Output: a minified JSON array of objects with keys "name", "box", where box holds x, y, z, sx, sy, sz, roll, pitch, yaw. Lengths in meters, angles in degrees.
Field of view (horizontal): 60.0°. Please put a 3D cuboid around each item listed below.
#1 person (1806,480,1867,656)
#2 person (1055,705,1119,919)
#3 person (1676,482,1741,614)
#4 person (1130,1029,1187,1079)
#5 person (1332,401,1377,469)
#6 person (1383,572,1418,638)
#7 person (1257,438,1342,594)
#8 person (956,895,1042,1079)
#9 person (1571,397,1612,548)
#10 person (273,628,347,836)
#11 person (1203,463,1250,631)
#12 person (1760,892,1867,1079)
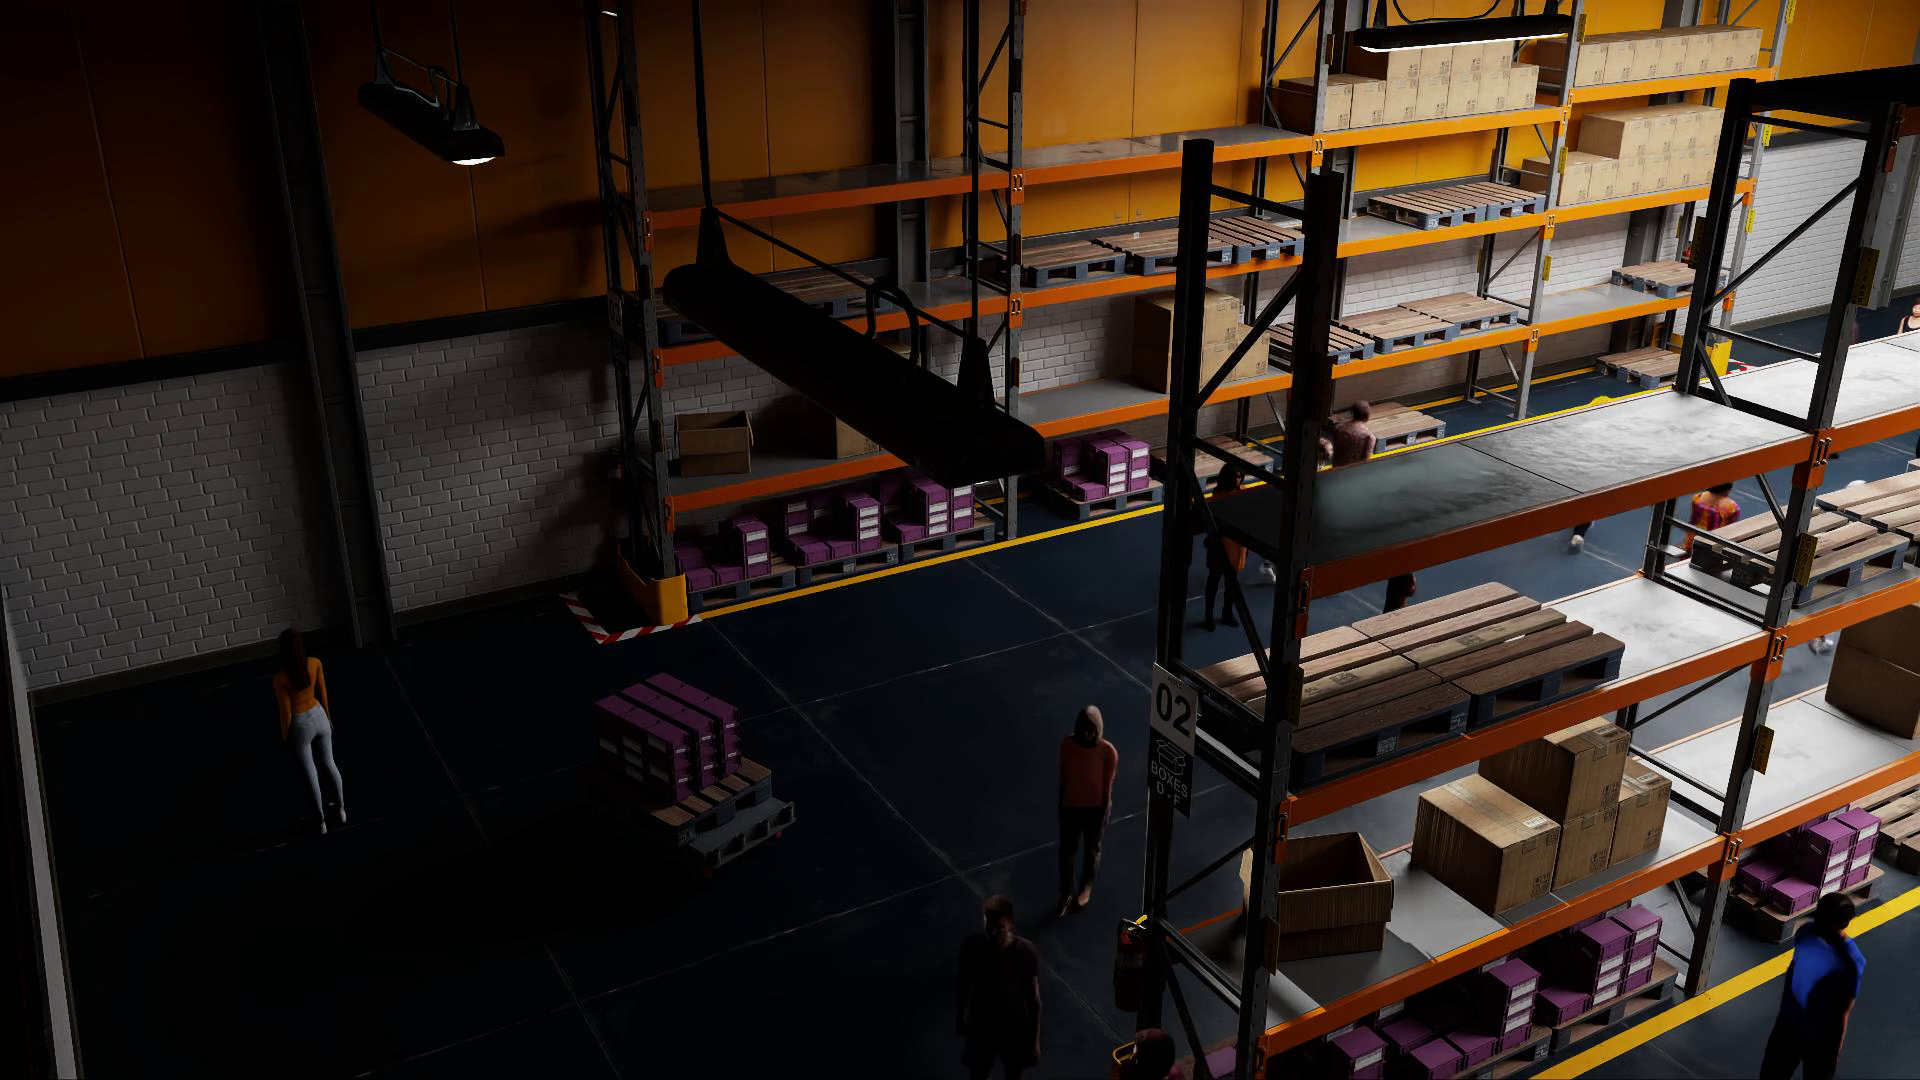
[{"name":"person","box":[8.222,0.294,15.666,0.842,1.763,0.639,-15,28,-31]},{"name":"person","box":[0.945,1.894,12.075,0.775,1.708,0.835,7,24,15]},{"name":"person","box":[7.286,0.084,16.277,0.793,1.659,1.004,21,31,39]},{"name":"person","box":[1.128,3.326,8.653,1.051,1.825,0.971,4,24,10]},{"name":"person","box":[4.067,-0.569,17.642,0.893,1.763,1.132,19,30,36]},{"name":"person","box":[3.465,1.105,13.795,1.071,1.777,1.116,10,26,22]},{"name":"person","box":[3.505,-0.254,17.035,1.132,1.672,1.095,7,24,15]},{"name":"person","box":[0.270,2.804,9.832,0.795,1.837,0.864,4,24,10]},{"name":"person","box":[6.876,-0.719,18.123,0.895,1.652,1.185,19,30,36]},{"name":"person","box":[-5.089,1.478,12.975,0.720,1.749,0.597,17,29,33]},{"name":"person","box":[2.613,0.040,16.294,0.589,1.727,0.778,-8,25,-18]},{"name":"person","box":[5.051,2.842,9.727,1.093,1.851,0.755,-8,25,-18]}]
